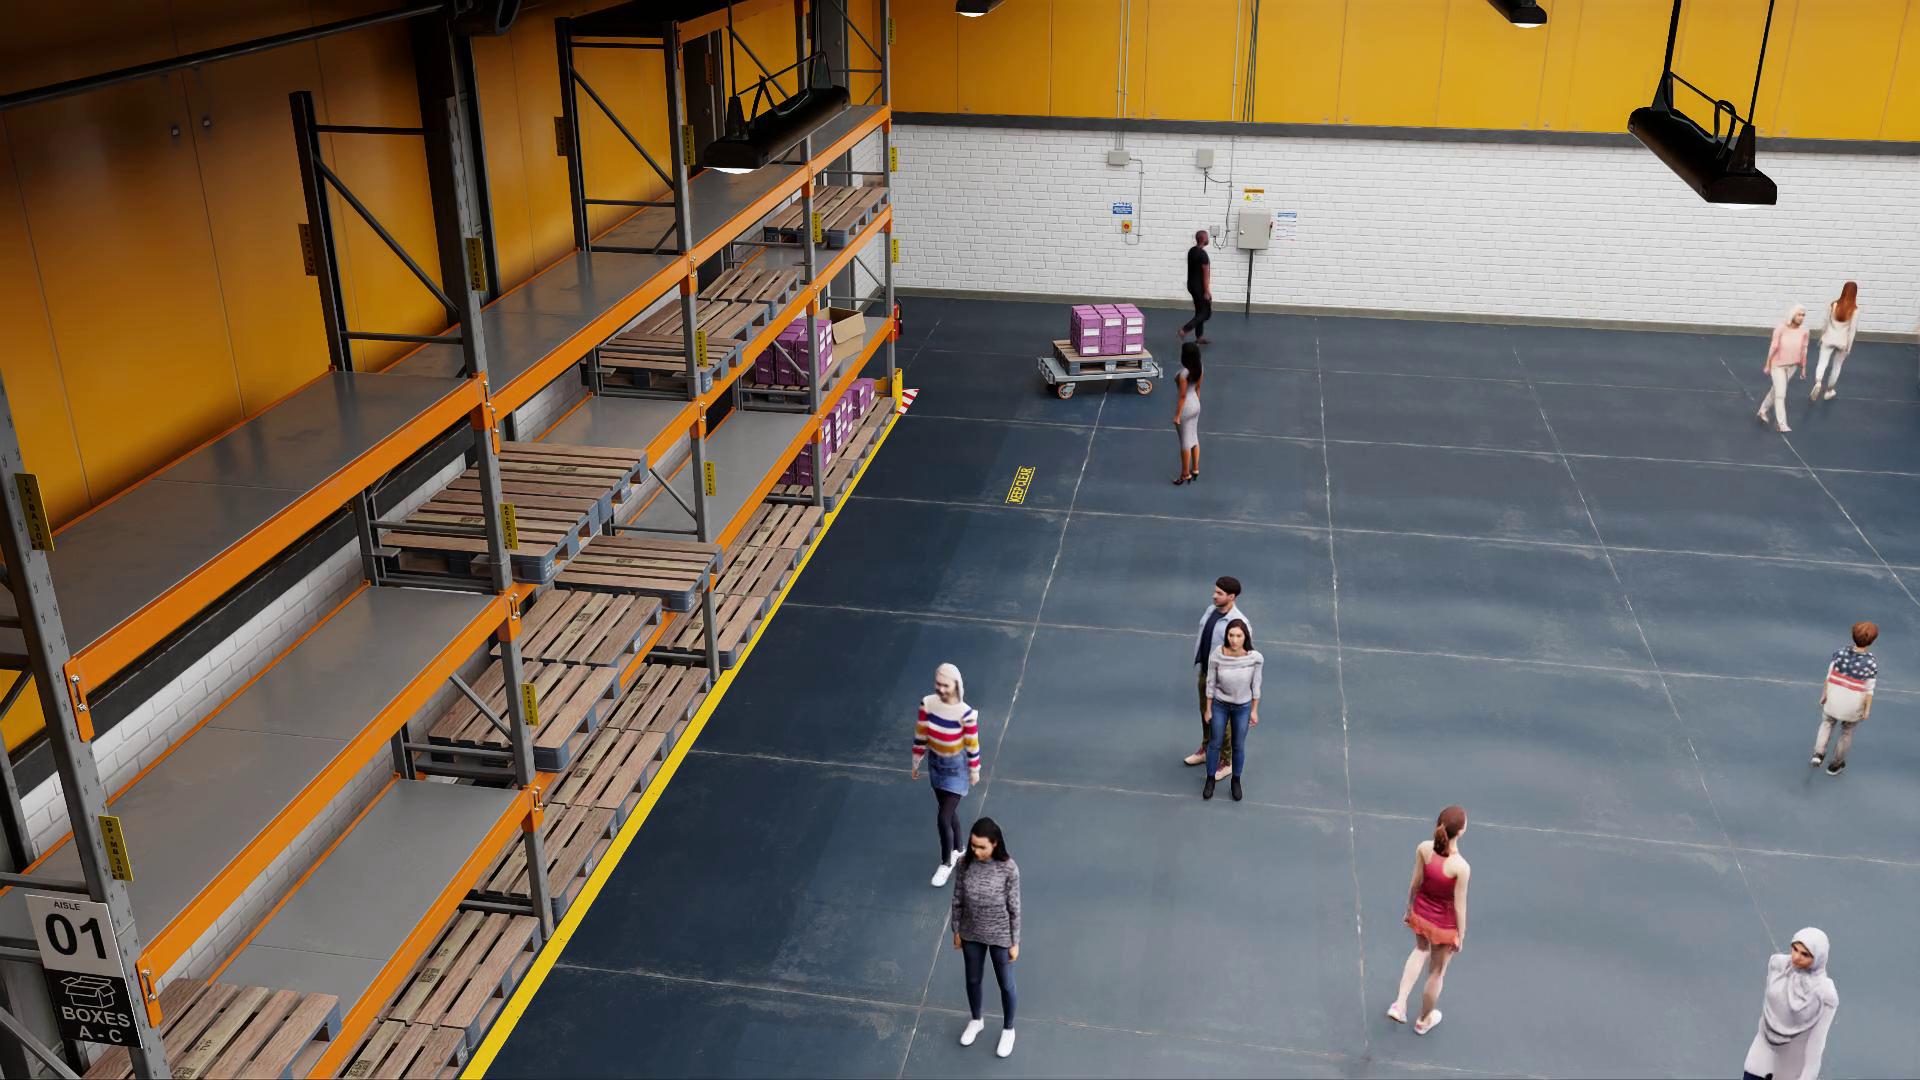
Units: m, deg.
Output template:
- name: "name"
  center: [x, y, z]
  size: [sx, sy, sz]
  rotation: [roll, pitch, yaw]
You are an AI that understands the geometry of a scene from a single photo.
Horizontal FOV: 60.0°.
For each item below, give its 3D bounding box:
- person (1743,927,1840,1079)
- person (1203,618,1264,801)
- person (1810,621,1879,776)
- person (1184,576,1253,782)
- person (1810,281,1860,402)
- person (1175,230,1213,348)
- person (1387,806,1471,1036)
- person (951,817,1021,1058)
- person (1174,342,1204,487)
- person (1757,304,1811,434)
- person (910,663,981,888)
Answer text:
- name: "person"
  center: [4.913, 2.994, 9.754]
  size: [1.112, 1.735, 1.127]
  rotation: [-11, 26, -24]
- name: "person"
  center: [2.209, 1.370, 13.598]
  size: [0.614, 1.633, 0.525]
  rotation: [2, 24, 5]
- name: "person"
  center: [7.387, 1.344, 13.912]
  size: [0.767, 1.429, 0.697]
  rotation: [-21, 31, -39]
- name: "person"
  center: [2.177, 1.131, 13.921]
  size: [0.814, 1.812, 0.729]
  rotation: [-13, 27, -27]
- name: "person"
  center: [11.985, -2.689, 22.806]
  size: [0.870, 1.694, 1.071]
  rotation: [17, 29, 33]
- name: "person"
  center: [3.565, -3.762, 25.120]
  size: [0.979, 1.809, 0.980]
  rotation: [-6, 24, -14]
- name: "person"
  center: [3.048, 2.516, 10.835]
  size: [0.848, 1.746, 0.778]
  rotation: [-19, 30, -37]
- name: "person"
  center: [0.189, 2.539, 10.802]
  size: [0.648, 1.731, 0.582]
  rotation: [8, 25, 17]
- name: "person"
  center: [2.754, -1.526, 20.039]
  size: [0.735, 1.780, 0.636]
  rotation: [19, 30, 37]
- name: "person"
  center: [10.821, -2.287, 21.920]
  size: [0.769, 1.669, 1.175]
  rotation: [-1, 24, -2]
- name: "person"
  center: [-0.036, 1.711, 12.620]
  size: [0.829, 1.791, 0.894]
  rotation: [17, 29, 34]
